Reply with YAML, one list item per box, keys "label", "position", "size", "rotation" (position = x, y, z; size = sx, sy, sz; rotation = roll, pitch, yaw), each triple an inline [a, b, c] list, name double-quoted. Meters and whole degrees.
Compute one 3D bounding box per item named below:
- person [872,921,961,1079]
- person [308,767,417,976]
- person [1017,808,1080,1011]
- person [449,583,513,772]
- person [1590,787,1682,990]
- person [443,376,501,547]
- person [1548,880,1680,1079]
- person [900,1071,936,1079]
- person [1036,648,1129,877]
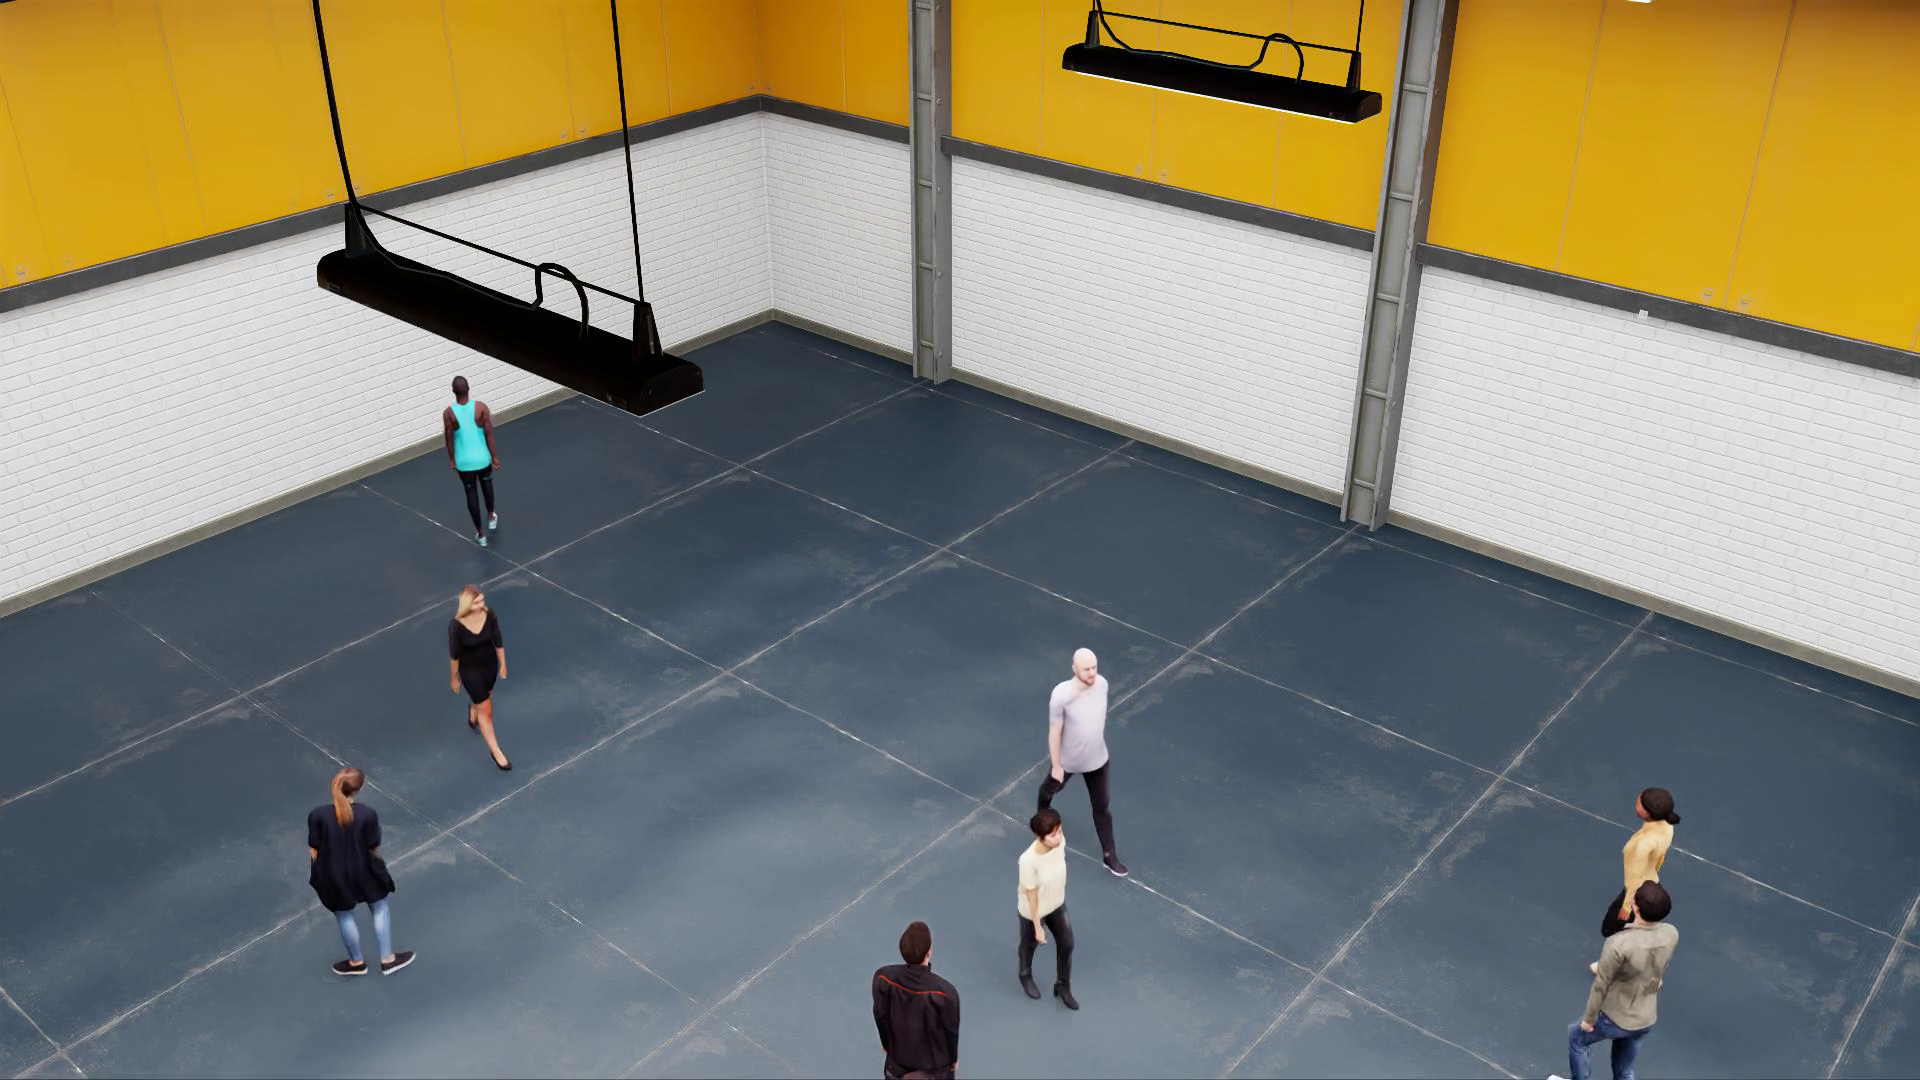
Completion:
- label: "person"
  position: [-0.230, 2.985, 9.672]
  size: [0.664, 1.917, 0.823]
  rotation: [10, 30, 17]
- label: "person"
  position: [-4.169, 2.275, 11.230]
  size: [0.798, 1.671, 0.760]
  rotation: [-19, 34, -31]
- label: "person"
  position: [0.494, 2.418, 11.072]
  size: [0.656, 1.571, 0.758]
  rotation: [-21, 35, -34]
- label: "person"
  position: [-3.952, 1.040, 13.528]
  size: [0.681, 1.638, 1.101]
  rotation: [-22, 36, -35]
- label: "person"
  position: [4.585, 2.384, 11.054]
  size: [0.642, 1.648, 0.737]
  rotation: [-25, 37, -38]
- label: "person"
  position: [-4.880, -0.763, 16.668]
  size: [0.870, 1.797, 0.966]
  rotation: [-9, 30, -17]
- label: "person"
  position: [4.017, 2.872, 9.947]
  size: [0.899, 1.852, 0.936]
  rotation: [-8, 30, -15]
- label: "person"
  position: [-0.203, 3.502, 8.809]
  size: [0.789, 1.836, 0.632]
  rotation: [-13, 31, -22]
- label: "person"
  position: [0.830, 1.567, 12.412]
  size: [0.996, 1.783, 1.326]
  rotation: [-15, 32, -25]
